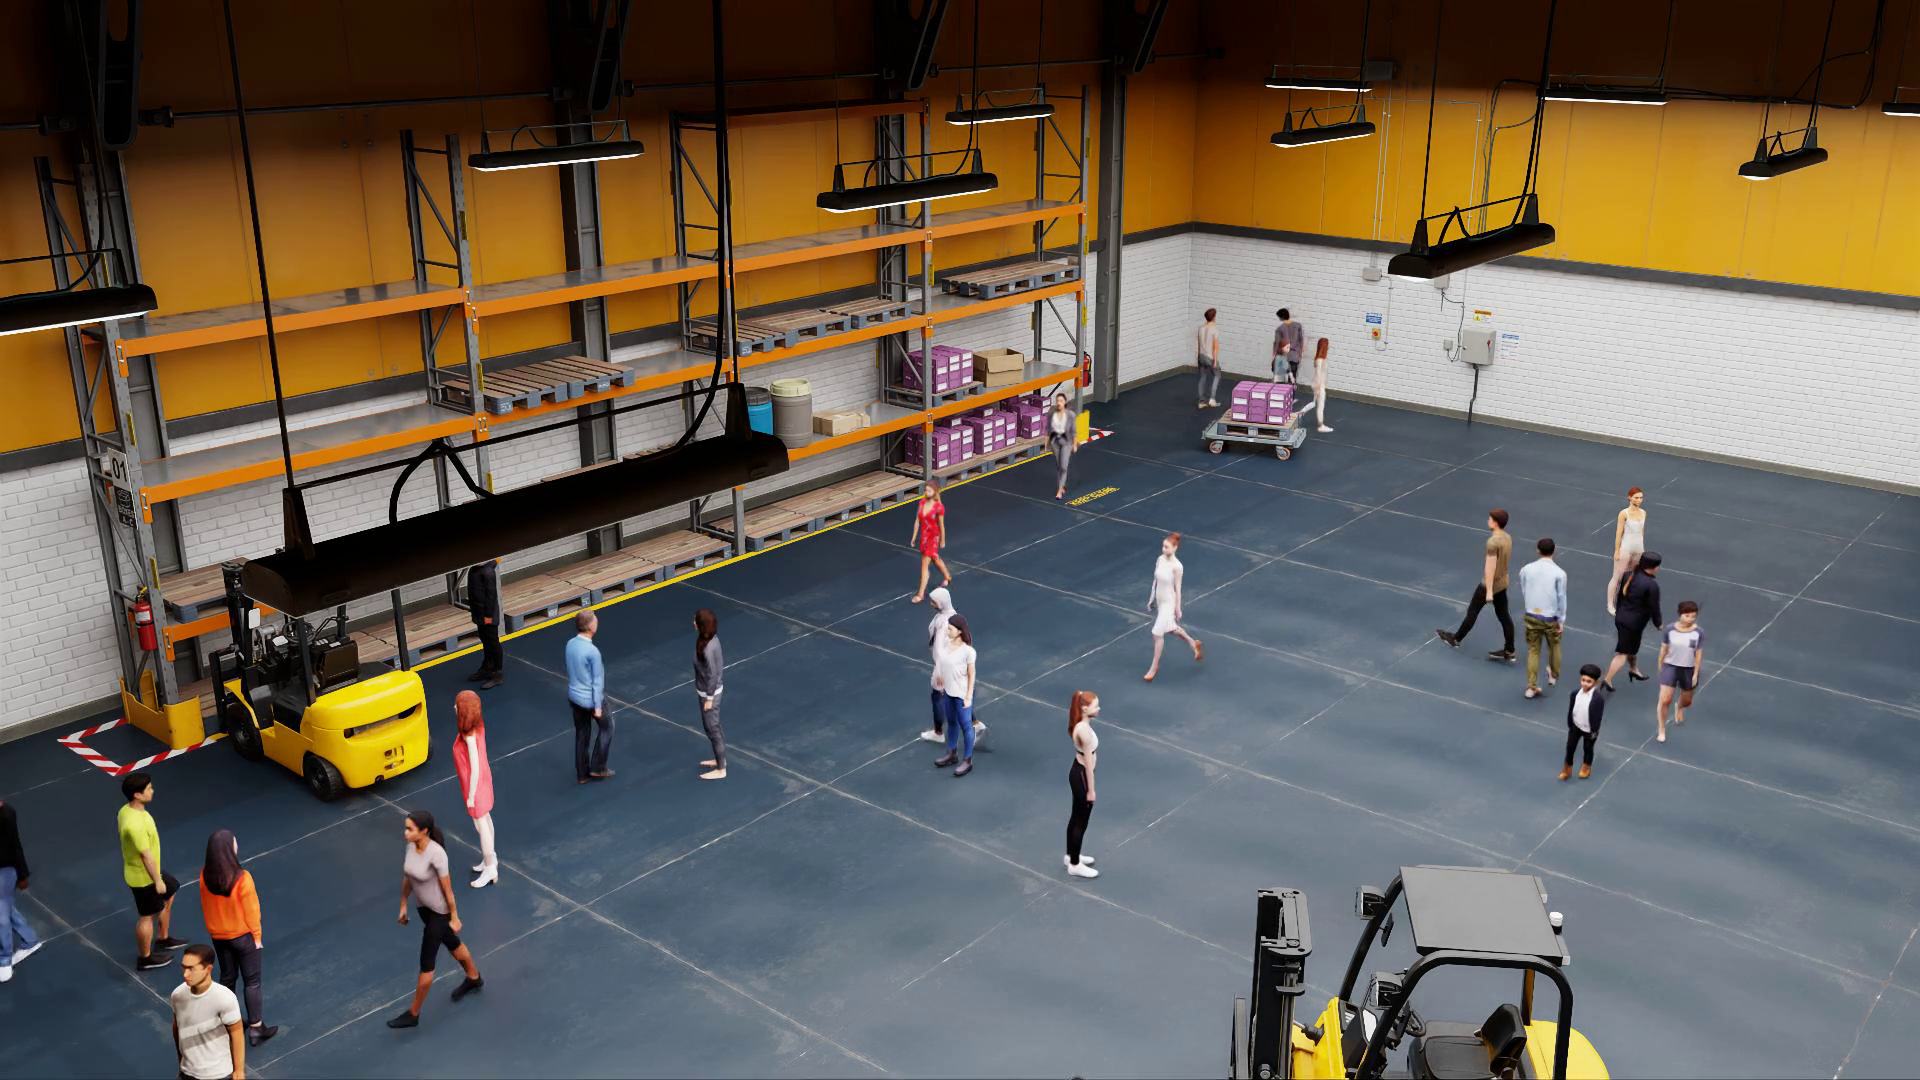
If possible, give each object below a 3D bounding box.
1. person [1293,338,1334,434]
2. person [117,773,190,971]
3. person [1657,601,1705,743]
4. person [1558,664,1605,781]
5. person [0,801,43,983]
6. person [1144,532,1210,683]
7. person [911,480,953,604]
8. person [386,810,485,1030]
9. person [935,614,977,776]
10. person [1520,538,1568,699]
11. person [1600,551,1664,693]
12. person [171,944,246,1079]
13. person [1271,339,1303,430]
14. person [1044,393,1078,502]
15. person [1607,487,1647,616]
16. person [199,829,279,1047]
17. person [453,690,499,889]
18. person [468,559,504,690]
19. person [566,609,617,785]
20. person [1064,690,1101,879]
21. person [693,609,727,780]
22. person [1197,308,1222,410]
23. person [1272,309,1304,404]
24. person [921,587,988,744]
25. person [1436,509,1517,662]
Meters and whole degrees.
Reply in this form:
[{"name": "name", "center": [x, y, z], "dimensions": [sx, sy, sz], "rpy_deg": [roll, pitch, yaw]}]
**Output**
[{"name": "person", "center": [6.242, -2.725, 29.313], "dimensions": [0.962, 1.700, 0.992], "rpy_deg": [3, 19, 9]}, {"name": "person", "center": [-6.613, 2.671, 13.302], "dimensions": [0.752, 1.692, 0.748], "rpy_deg": [-11, 22, -30]}, {"name": "person", "center": [7.565, 1.340, 17.486], "dimensions": [0.718, 1.544, 0.877], "rpy_deg": [8, 20, 22]}, {"name": "person", "center": [6.277, 1.806, 16.629], "dimensions": [0.522, 1.208, 0.687], "rpy_deg": [15, 24, 38]}, {"name": "person", "center": [-7.676, 2.627, 13.369], "dimensions": [0.831, 1.734, 0.899], "rpy_deg": [5, 19, 15]}, {"name": "person", "center": [2.435, 0.757, 18.888], "dimensions": [1.179, 1.754, 0.907], "rpy_deg": [-8, 20, -23]}, {"name": "person", "center": [-0.330, -0.014, 21.496], "dimensions": [0.595, 1.551, 1.085], "rpy_deg": [16, 25, 40]}, {"name": "person", "center": [-3.961, 2.836, 12.802], "dimensions": [0.630, 1.699, 1.116], "rpy_deg": [15, 24, 38]}, {"name": "person", "center": [-0.016, 1.536, 16.688], "dimensions": [0.576, 1.683, 0.634], "rpy_deg": [-15, 24, -38]}, {"name": "person", "center": [6.420, 0.898, 18.435], "dimensions": [0.778, 1.777, 1.012], "rpy_deg": [14, 23, 35]}, {"name": "person", "center": [7.440, 0.953, 18.516], "dimensions": [1.137, 1.620, 1.021], "rpy_deg": [-6, 19, -16]}, {"name": "person", "center": [-4.874, 3.433, 10.863], "dimensions": [0.713, 1.805, 0.700], "rpy_deg": [4, 19, 12]}, {"name": "person", "center": [5.492, -2.673, 29.167], "dimensions": [0.889, 1.695, 1.079], "rpy_deg": [6, 20, 18]}, {"name": "person", "center": [1.580, -1.452, 25.625], "dimensions": [0.856, 1.642, 1.089], "rpy_deg": [7, 20, 19]}, {"name": "person", "center": [8.414, 0.129, 20.926], "dimensions": [0.576, 1.644, 0.679], "rpy_deg": [-5, 19, -16]}, {"name": "person", "center": [-5.410, 2.948, 12.393], "dimensions": [0.687, 1.748, 0.672], "rpy_deg": [6, 20, 18]}, {"name": "person", "center": [-4.240, 2.160, 14.606], "dimensions": [0.702, 1.828, 0.661], "rpy_deg": [-3, 19, -10]}, {"name": "person", "center": [-5.359, 0.779, 18.784], "dimensions": [0.677, 1.780, 0.672], "rpy_deg": [-14, 23, -35]}, {"name": "person", "center": [-3.741, 1.575, 16.391], "dimensions": [0.672, 1.797, 0.621], "rpy_deg": [14, 23, 36]}, {"name": "person", "center": [1.084, 2.145, 14.788], "dimensions": [0.713, 1.742, 0.646], "rpy_deg": [-1, 19, -3]}, {"name": "person", "center": [-2.490, 1.517, 16.611], "dimensions": [0.730, 1.768, 0.678], "rpy_deg": [-2, 19, -7]}, {"name": "person", "center": [4.549, -3.347, 30.878], "dimensions": [0.660, 1.881, 0.655], "rpy_deg": [14, 23, 36]}, {"name": "person", "center": [6.213, -3.456, 31.305], "dimensions": [0.832, 1.814, 0.896], "rpy_deg": [3, 19, 9]}, {"name": "person", "center": [-0.066, 1.328, 17.196], "dimensions": [0.831, 1.753, 0.974], "rpy_deg": [9, 20, 24]}, {"name": "person", "center": [6.303, 0.562, 19.384], "dimensions": [0.751, 1.807, 1.111], "rpy_deg": [16, 24, 39]}]
